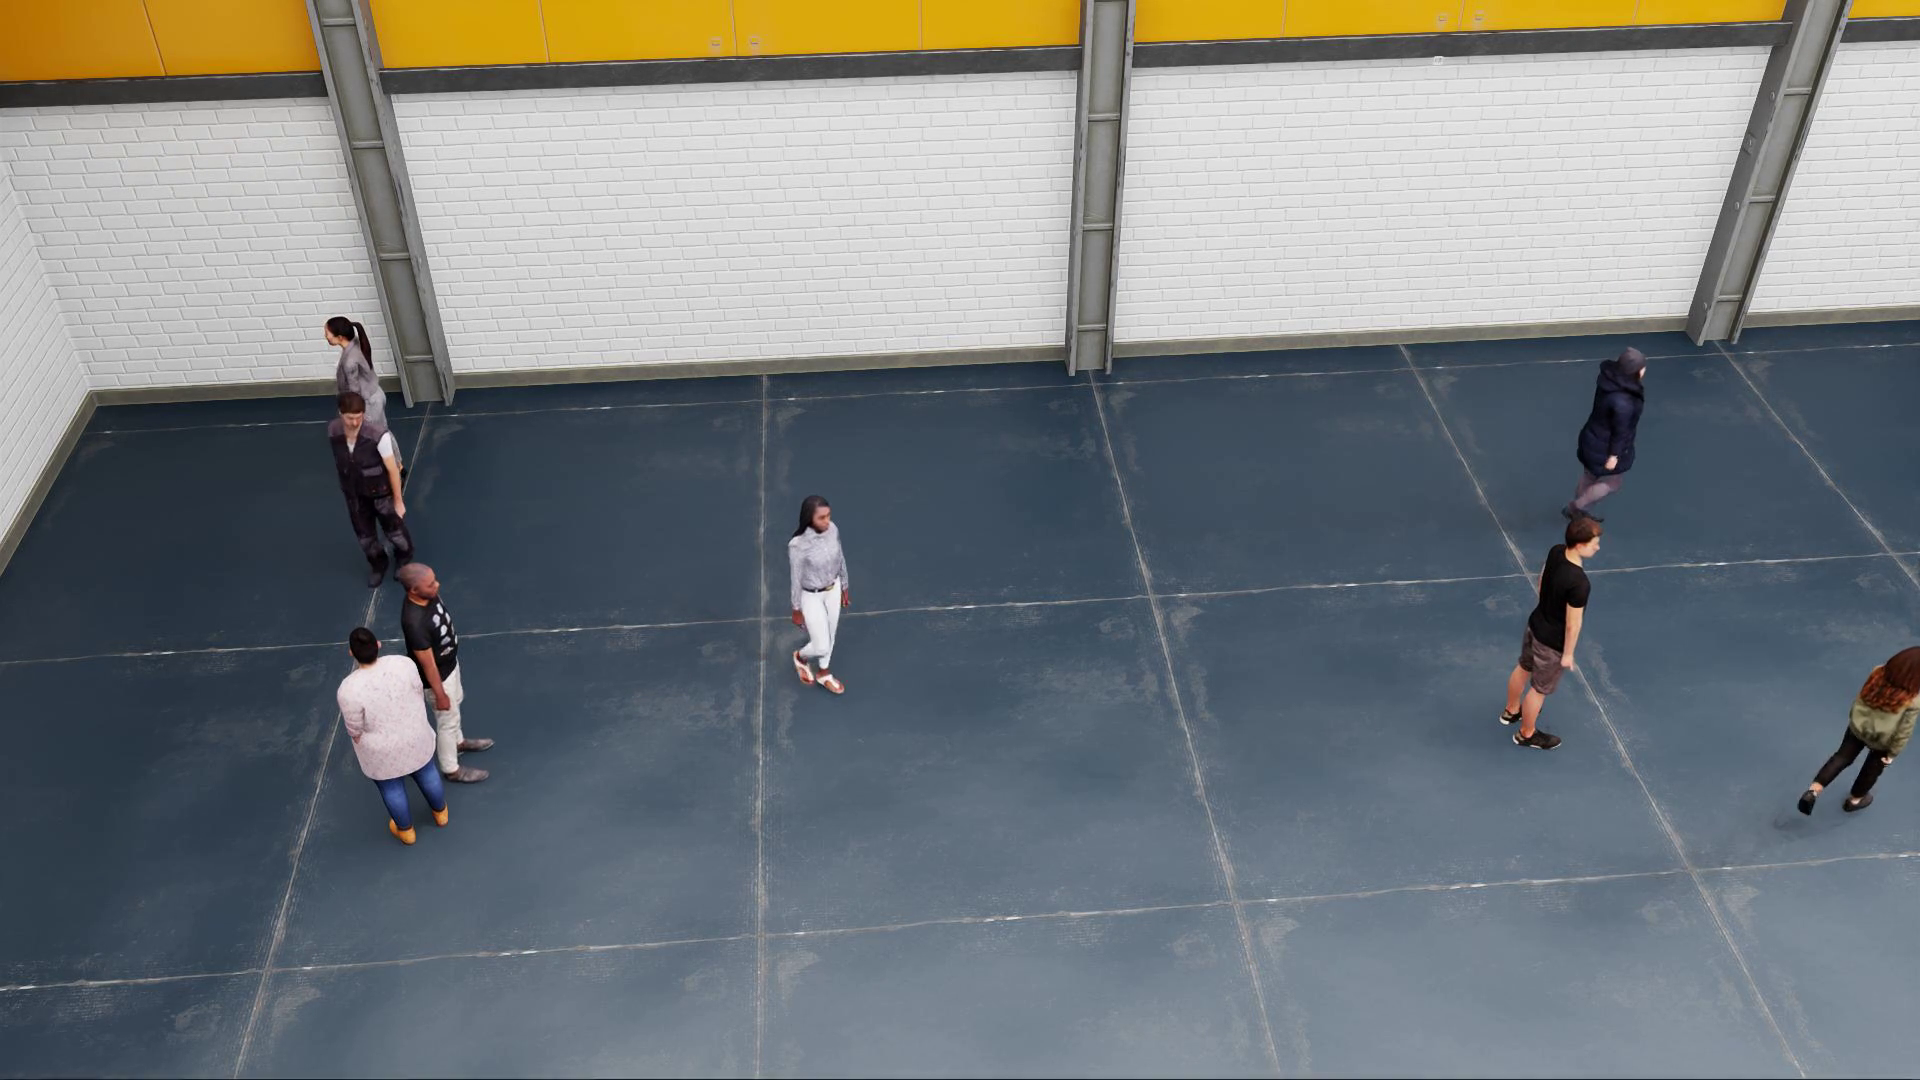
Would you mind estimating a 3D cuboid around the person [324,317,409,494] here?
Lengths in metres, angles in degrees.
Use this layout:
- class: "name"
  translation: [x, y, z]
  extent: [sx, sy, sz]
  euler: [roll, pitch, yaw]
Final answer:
- class: "person"
  translation: [-4.784, -1.086, 13.460]
  extent: [0.542, 1.670, 0.591]
  euler: [-3, 39, -4]

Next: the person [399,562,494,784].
- class: "person"
  translation: [-3.445, 0.853, 10.926]
  extent: [0.609, 1.801, 0.669]
  euler: [-5, 39, -7]

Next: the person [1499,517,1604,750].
- class: "person"
  translation: [3.976, 0.603, 11.191]
  extent: [0.554, 1.861, 0.658]
  euler: [-4, 39, -5]

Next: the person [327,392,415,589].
- class: "person"
  translation: [-4.418, -0.422, 12.512]
  extent: [0.679, 1.816, 0.773]
  euler: [8, 39, 10]

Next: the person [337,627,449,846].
- class: "person"
  translation: [-3.594, 1.218, 10.517]
  extent: [0.755, 1.743, 0.857]
  euler: [-26, 46, -29]

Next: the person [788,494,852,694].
- class: "person"
  translation: [-1.044, 0.366, 11.608]
  extent: [0.845, 1.711, 0.783]
  euler: [32, 48, 34]

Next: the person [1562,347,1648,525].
- class: "person"
  translation: [5.004, -0.772, 13.069]
  extent: [0.674, 1.668, 0.691]
  euler: [1, 39, 1]

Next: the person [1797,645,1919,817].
- class: "person"
  translation: [5.825, 1.256, 10.694]
  extent: [0.962, 1.462, 0.779]
  euler: [-17, 42, -20]
